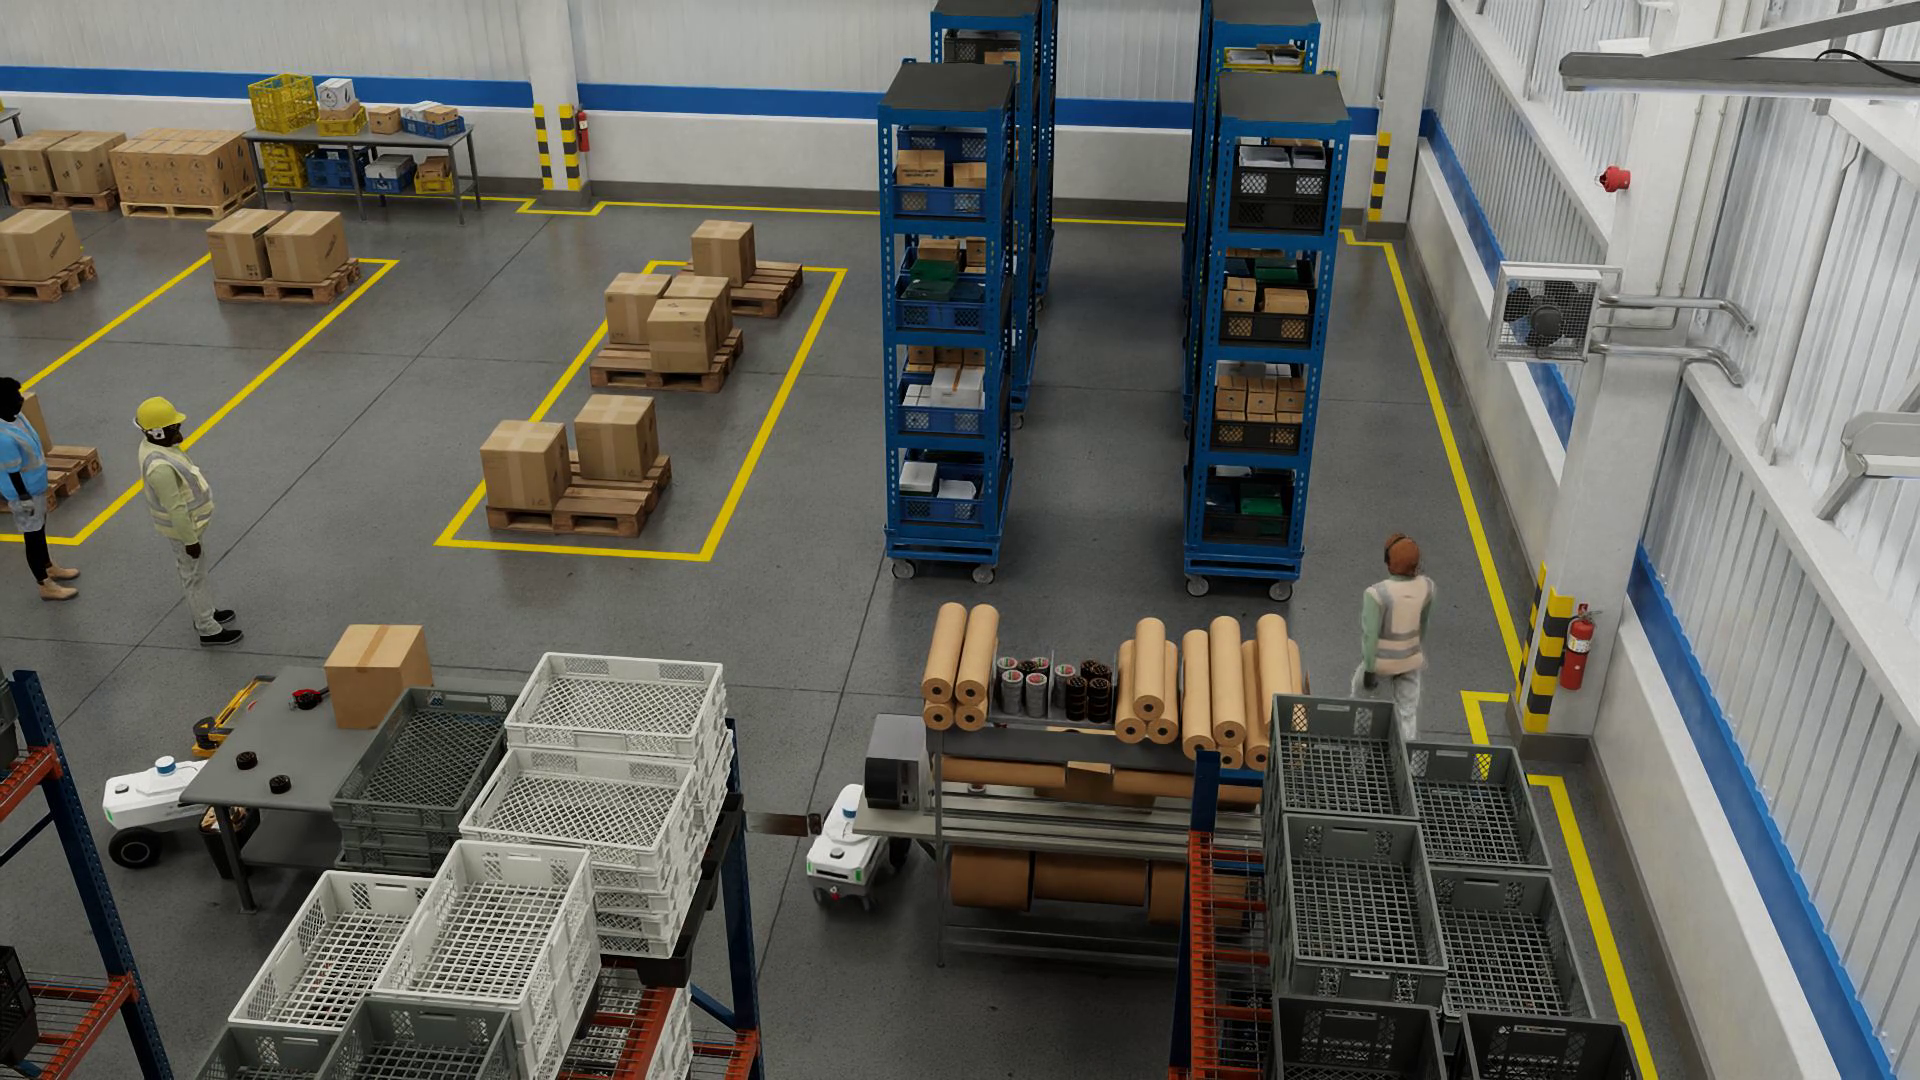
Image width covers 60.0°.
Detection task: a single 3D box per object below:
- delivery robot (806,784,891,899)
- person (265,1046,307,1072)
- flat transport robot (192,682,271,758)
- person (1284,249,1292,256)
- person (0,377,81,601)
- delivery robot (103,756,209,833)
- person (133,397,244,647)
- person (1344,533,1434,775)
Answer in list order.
[{"bbox_3d":[-0.605,1.684,9.383,0.477,0.478,0.707,8,31,13],"label":"delivery robot"},{"bbox_3d":[-2.430,2.684,6.401,0.627,1.932,0.363,-24,38,-34],"label":"person"},{"bbox_3d":[-4.089,1.163,10.648,1.431,0.197,0.652,3,30,6],"label":"flat transport robot"},{"bbox_3d":[2.954,-2.780,15.785,1.046,1.927,0.632,11,32,19],"label":"person"},{"bbox_3d":[-6.663,-0.377,11.886,0.322,1.694,0.536,-10,32,-16],"label":"person"},{"bbox_3d":[-4.593,1.485,9.726,0.707,0.478,0.477,-10,32,-16],"label":"delivery robot"},{"bbox_3d":[-5.275,-0.132,11.331,0.404,1.833,0.590,-15,34,-24],"label":"person"},{"bbox_3d":[2.608,0.705,10.125,0.519,1.583,0.872,-9,31,-15],"label":"person"}]
